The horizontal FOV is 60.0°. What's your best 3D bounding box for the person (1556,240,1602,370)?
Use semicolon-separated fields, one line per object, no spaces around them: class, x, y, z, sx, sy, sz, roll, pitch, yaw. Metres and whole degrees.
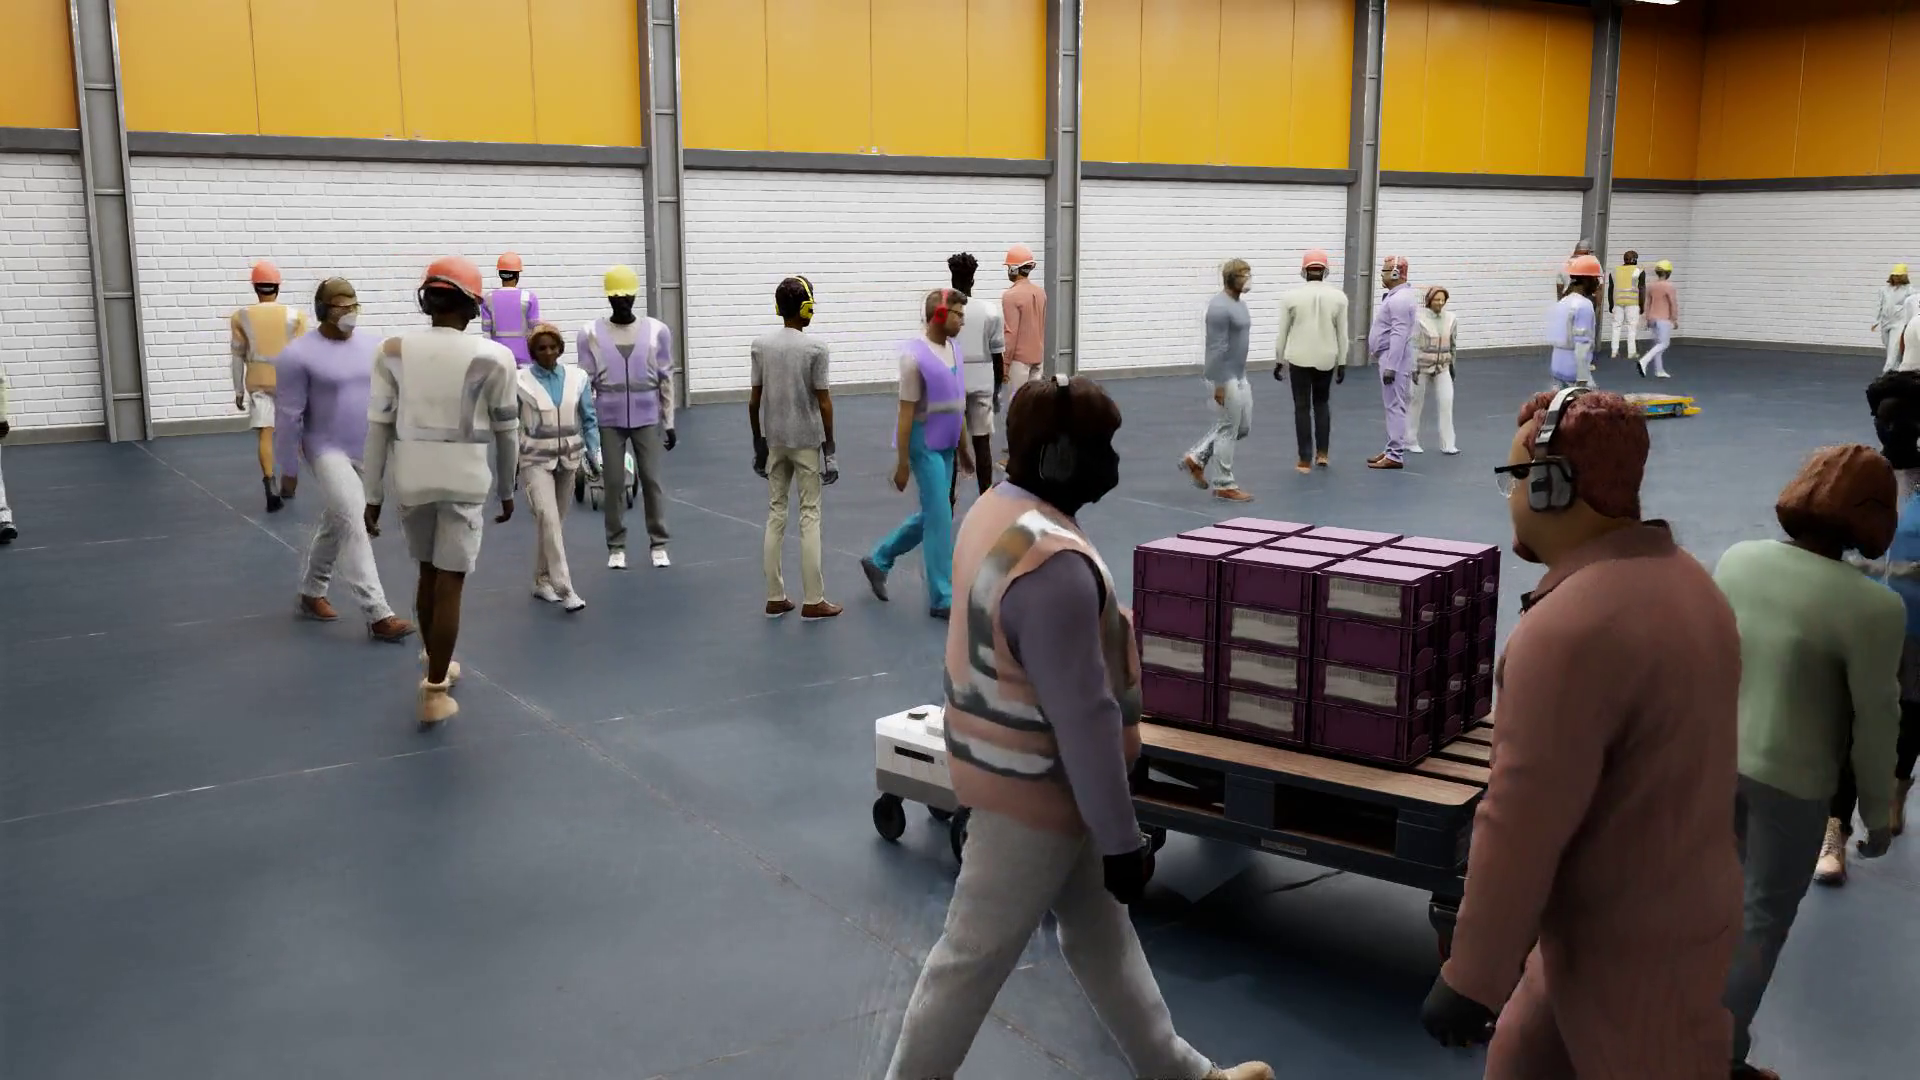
person;9.684;-3.669;25.985;0.684;2.000;0.536;7;13;34

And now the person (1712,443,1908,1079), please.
person;1.933;0.568;3.917;0.376;1.606;0.529;-4;11;-21

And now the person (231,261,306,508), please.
person;-5.335;-1.207;12.890;0.555;1.903;0.962;-4;11;-21

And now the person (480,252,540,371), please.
person;-4.117;-1.676;15.344;0.543;1.939;0.356;-1;10;-3

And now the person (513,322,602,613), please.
person;-2.233;-0.395;9.237;0.506;1.593;0.814;-8;13;-39

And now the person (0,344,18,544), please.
person;-6.747;-0.851;11.247;0.627;1.776;0.951;-10;14;-43

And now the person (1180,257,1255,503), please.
person;2.051;-1.256;13.090;0.567;1.927;0.638;6;12;28

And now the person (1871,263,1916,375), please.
person;13.407;-3.108;23.830;0.862;1.705;0.484;-7;13;-35

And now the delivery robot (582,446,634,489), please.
delivery robot;-2.752;-0.599;12.973;0.477;0.478;0.707;-3;11;-17

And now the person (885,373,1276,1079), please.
person;0.234;0.536;3.623;0.979;1.786;0.652;-1;10;-6

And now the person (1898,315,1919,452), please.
person;5.861;-0.673;9.840;0.627;1.940;0.372;9;14;42

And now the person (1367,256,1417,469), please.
person;3.884;-1.599;14.995;0.409;1.913;0.645;3;11;14

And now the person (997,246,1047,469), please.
person;0.546;-1.624;14.901;0.387;1.996;0.611;7;13;35

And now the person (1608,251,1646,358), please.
person;11.487;-4.051;28.640;0.634;1.837;0.429;9;14;41

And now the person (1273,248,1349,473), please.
person;3.114;-1.600;14.832;0.613;1.969;0.650;0;10;-3

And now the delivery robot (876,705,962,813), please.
delivery robot;0.046;0.741;5.627;0.707;0.478;0.477;9;14;41

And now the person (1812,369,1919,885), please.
person;3.096;0.256;5.531;0.540;1.656;0.865;7;12;33

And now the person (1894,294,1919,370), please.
person;8.952;-1.640;15.396;0.562;1.841;0.796;7;13;34

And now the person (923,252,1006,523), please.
person;0.028;-1.096;12.085;0.607;1.966;0.367;-2;10;-10

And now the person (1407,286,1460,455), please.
person;4.519;-1.595;15.789;0.552;1.602;0.764;-3;11;-14

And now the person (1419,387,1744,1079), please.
person;1.102;0.673;2.799;0.892;1.832;0.674;7;12;33

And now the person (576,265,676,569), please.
person;-2.071;-0.750;10.385;0.595;1.906;0.447;-3;11;-15

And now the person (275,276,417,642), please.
person;-3.252;-0.435;8.738;1.082;1.881;0.616;6;12;32

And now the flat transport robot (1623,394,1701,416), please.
flat transport robot;7.840;-1.555;19.253;1.431;0.197;0.652;-6;12;-30

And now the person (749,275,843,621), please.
person;-0.901;-0.494;9.054;0.532;1.868;0.310;5;11;25

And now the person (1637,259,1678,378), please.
person;10.221;-3.231;24.364;0.675;1.747;0.532;-4;11;-19

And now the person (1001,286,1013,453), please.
person;0.580;-1.610;15.821;0.286;1.632;0.501;-3;11;-15

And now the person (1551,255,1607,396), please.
person;5.233;-1.406;13.904;0.649;1.919;0.570;-1;10;-5

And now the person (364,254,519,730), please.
person;-2.215;-0.234;7.261;0.627;1.993;0.904;0;10;3

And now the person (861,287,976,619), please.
person;-0.224;-0.489;9.197;0.784;1.817;0.567;4;11;22
